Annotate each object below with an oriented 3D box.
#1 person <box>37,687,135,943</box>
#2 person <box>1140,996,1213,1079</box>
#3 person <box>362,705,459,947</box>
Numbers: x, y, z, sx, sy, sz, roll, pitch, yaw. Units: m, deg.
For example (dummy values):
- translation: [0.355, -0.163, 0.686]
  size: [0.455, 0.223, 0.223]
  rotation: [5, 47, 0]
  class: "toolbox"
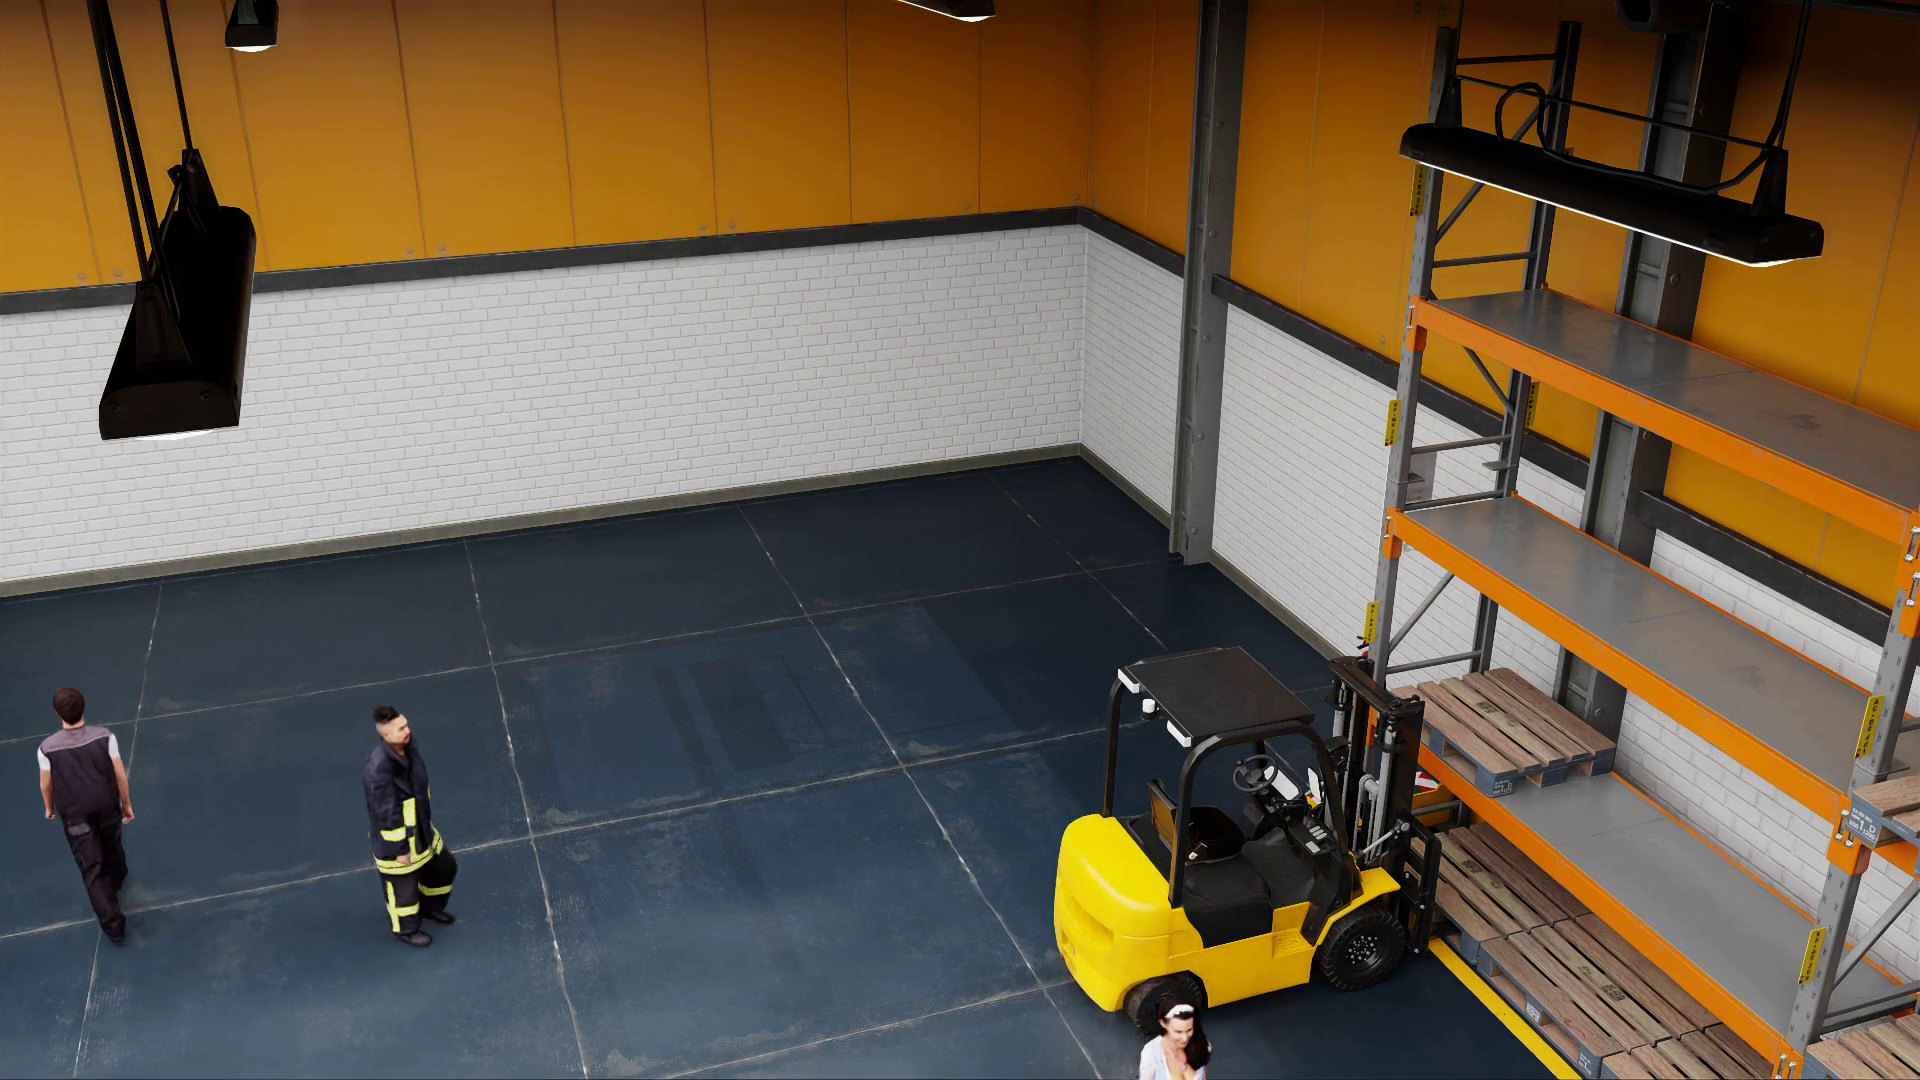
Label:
- translation: [-5.924, 1.907, 11.367]
  size: [0.902, 1.808, 1.229]
  rotation: [-18, 29, -35]
  class: "person"
- translation: [1.046, 3.080, 8.728]
  size: [0.658, 1.773, 1.105]
  rotation: [-8, 25, -17]
  class: "person"
- translation: [-3.856, 1.920, 11.277]
  size: [0.957, 1.856, 0.870]
  rotation: [7, 24, 15]
  class: "person"
